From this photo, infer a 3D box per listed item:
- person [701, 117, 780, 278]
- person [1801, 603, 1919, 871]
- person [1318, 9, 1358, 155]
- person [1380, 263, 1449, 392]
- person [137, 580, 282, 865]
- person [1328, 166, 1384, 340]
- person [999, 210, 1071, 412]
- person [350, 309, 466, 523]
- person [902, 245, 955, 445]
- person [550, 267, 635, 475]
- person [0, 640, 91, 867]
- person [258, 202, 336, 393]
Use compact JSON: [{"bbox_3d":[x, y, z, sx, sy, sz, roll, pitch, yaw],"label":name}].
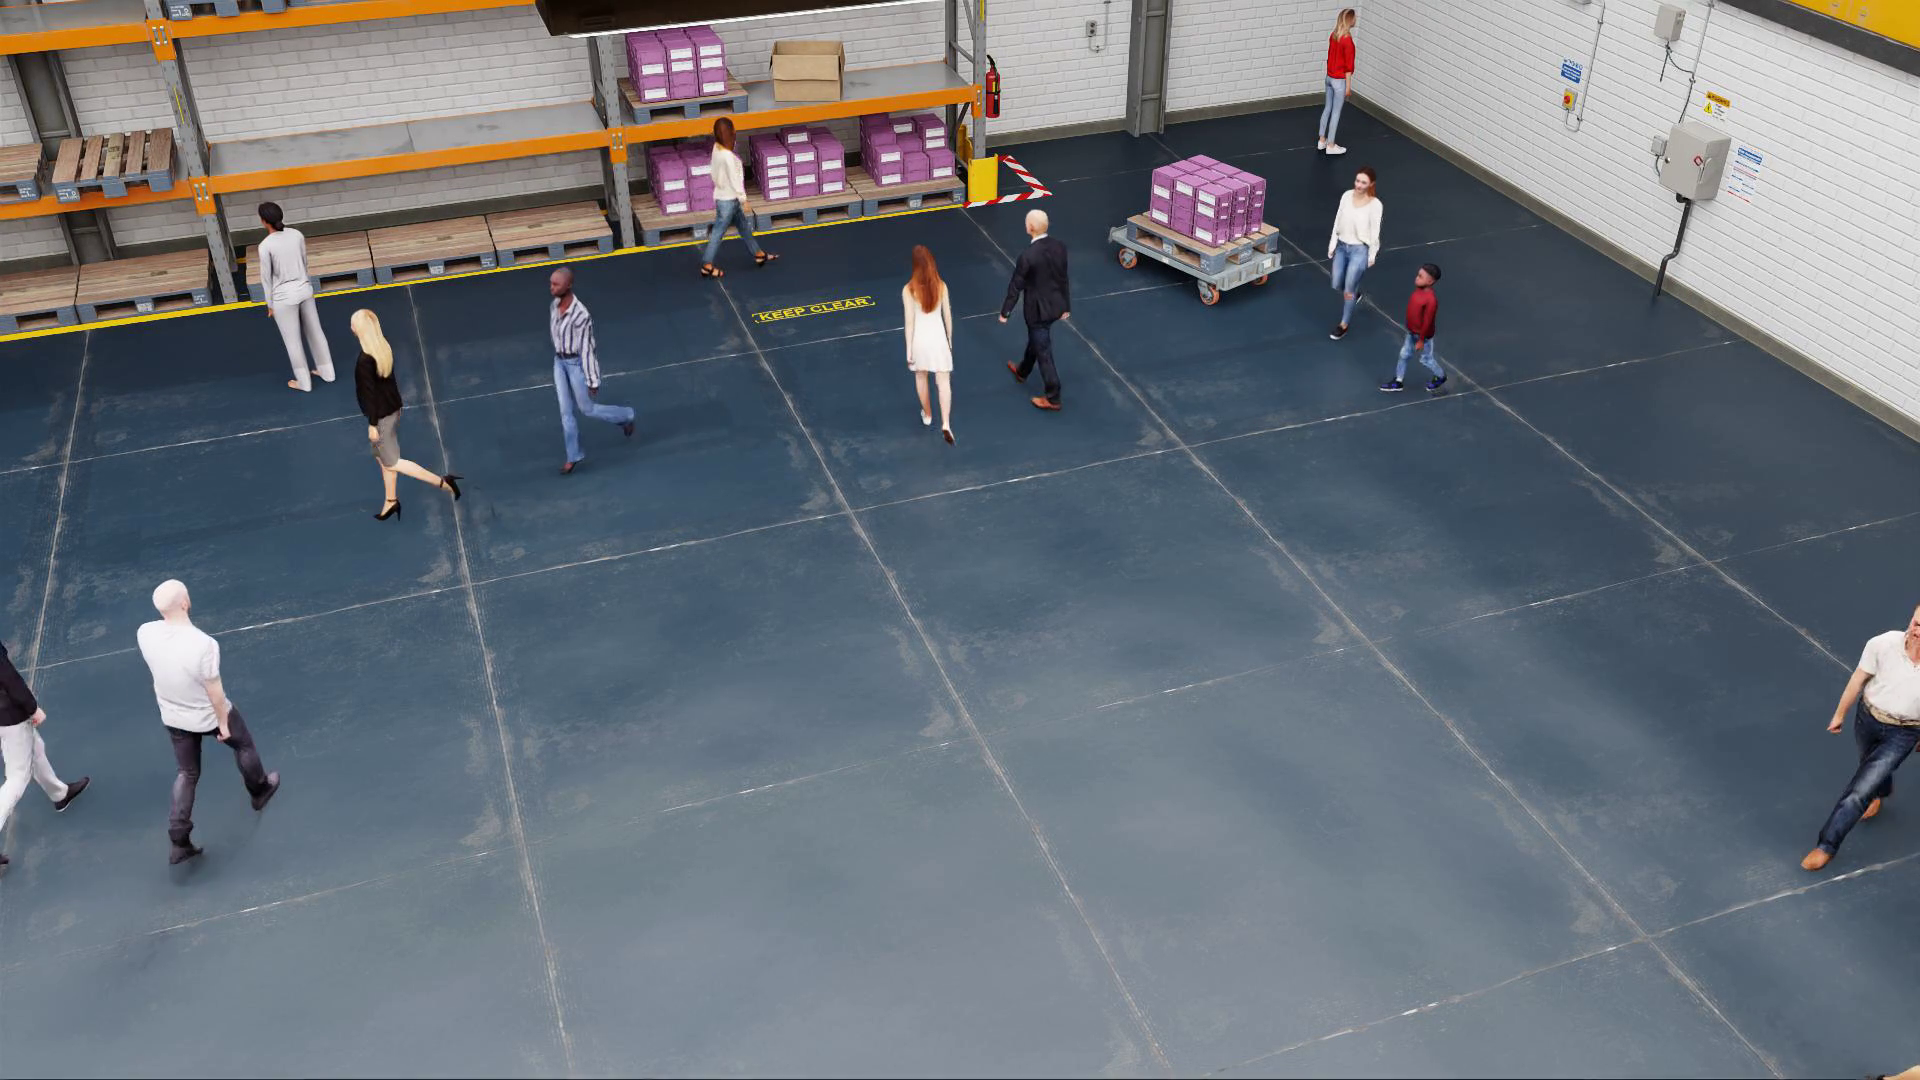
[{"bbox_3d":[-2.411,-3.379,16.666,1.028,1.638,0.629,-11,35,-16],"label":"person"},{"bbox_3d":[5.535,1.061,9.833,1.339,1.807,0.962,-24,40,-31],"label":"person"},{"bbox_3d":[4.471,-5.438,19.704,0.494,1.704,0.614,-12,35,-18],"label":"person"},{"bbox_3d":[4.138,-1.856,14.737,0.846,1.235,0.563,-5,34,-8],"label":"person"},{"bbox_3d":[-4.551,1.090,9.789,1.219,1.807,1.098,4,34,7],"label":"person"},{"bbox_3d":[3.730,-2.726,15.647,0.815,1.678,0.930,27,42,35],"label":"person"},{"bbox_3d":[0.766,-1.948,14.399,1.120,1.762,1.012,-28,43,-35],"label":"person"},{"bbox_3d":[-4.333,-0.911,12.784,1.080,1.823,0.822,0,34,-1],"label":"person"},{"bbox_3d":[-0.265,-1.595,13.952,1.077,1.671,0.816,-2,34,-3],"label":"person"},{"bbox_3d":[-3.067,-1.402,13.568,0.927,1.775,1.101,27,42,34],"label":"person"},{"bbox_3d":[-5.712,1.089,9.783,1.172,1.815,1.181,12,35,17],"label":"person"},{"bbox_3d":[-5.919,-2.165,14.754,0.768,1.732,0.674,20,39,27],"label":"person"}]
